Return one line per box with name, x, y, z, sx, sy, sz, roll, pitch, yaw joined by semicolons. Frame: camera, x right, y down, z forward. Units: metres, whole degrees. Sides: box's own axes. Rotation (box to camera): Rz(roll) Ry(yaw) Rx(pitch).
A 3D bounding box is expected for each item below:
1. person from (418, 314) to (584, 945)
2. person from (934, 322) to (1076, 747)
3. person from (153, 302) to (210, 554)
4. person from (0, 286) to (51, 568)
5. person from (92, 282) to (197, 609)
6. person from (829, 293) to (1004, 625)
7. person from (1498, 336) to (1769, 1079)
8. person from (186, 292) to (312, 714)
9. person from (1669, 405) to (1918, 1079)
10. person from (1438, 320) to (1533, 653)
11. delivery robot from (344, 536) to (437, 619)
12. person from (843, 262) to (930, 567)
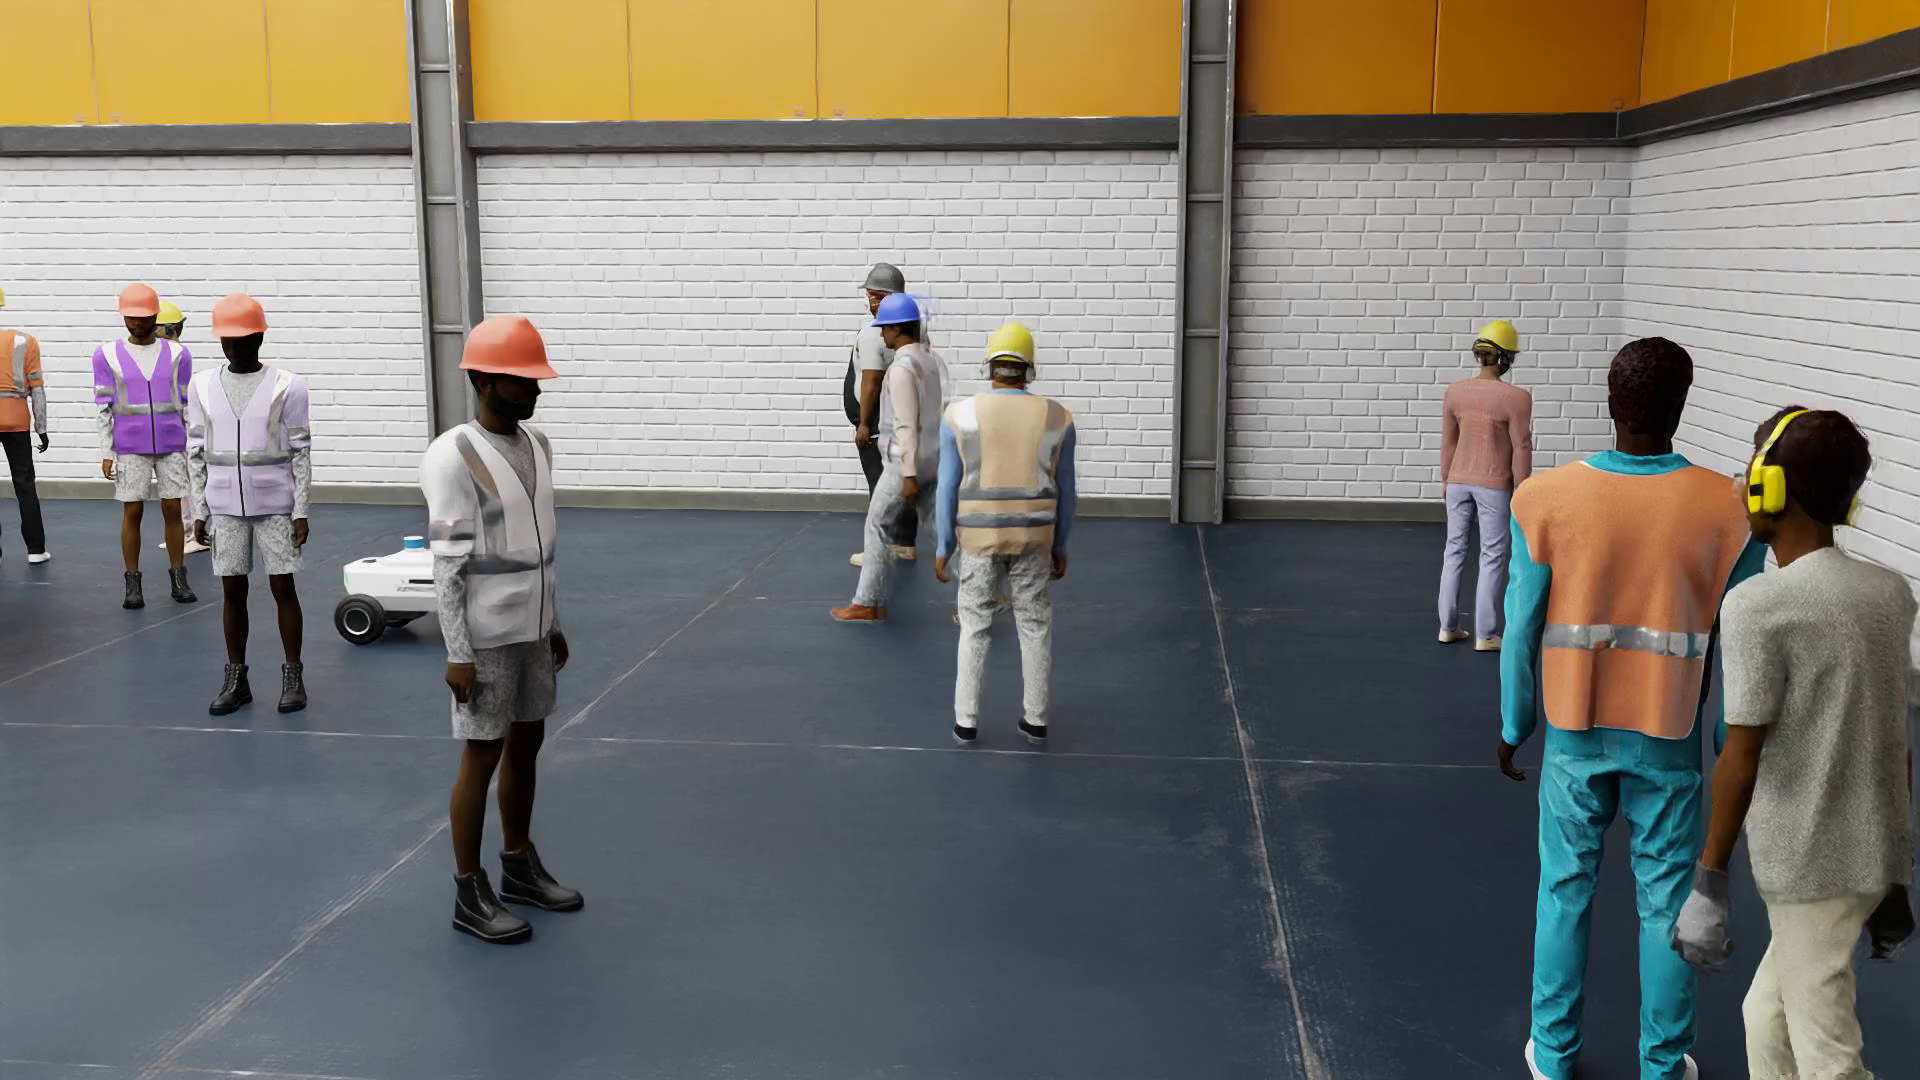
person;-1.396;0.269;5.177;0.378;1.933;0.552;4;11;21
person;0.194;-0.012;7.098;0.603;1.827;0.403;-1;10;-4
person;-5.509;-0.782;11.676;0.312;1.768;0.529;-7;12;-35
person;-6.457;-0.773;11.161;0.593;1.924;0.384;-6;11;-30
person;-4.824;-0.559;9.914;0.551;1.933;0.376;-7;12;-34
person;-0.216;-0.441;9.372;0.988;1.899;0.621;3;10;18
person;1.639;0.464;4.105;0.597;1.916;0.372;4;11;22
person;-3.250;-0.161;7.631;0.544;1.937;0.358;-1;10;-7
person;1.663;0.669;3.234;0.511;1.829;0.655;-7;12;-35
person;2.793;-0.281;8.841;0.345;1.758;0.532;-8;13;-39
delivery robot;-2.981;0.223;9.118;0.707;0.478;0.477;1;10;5
person;-0.532;-0.845;11.250;0.537;2.000;0.682;6;11;29
